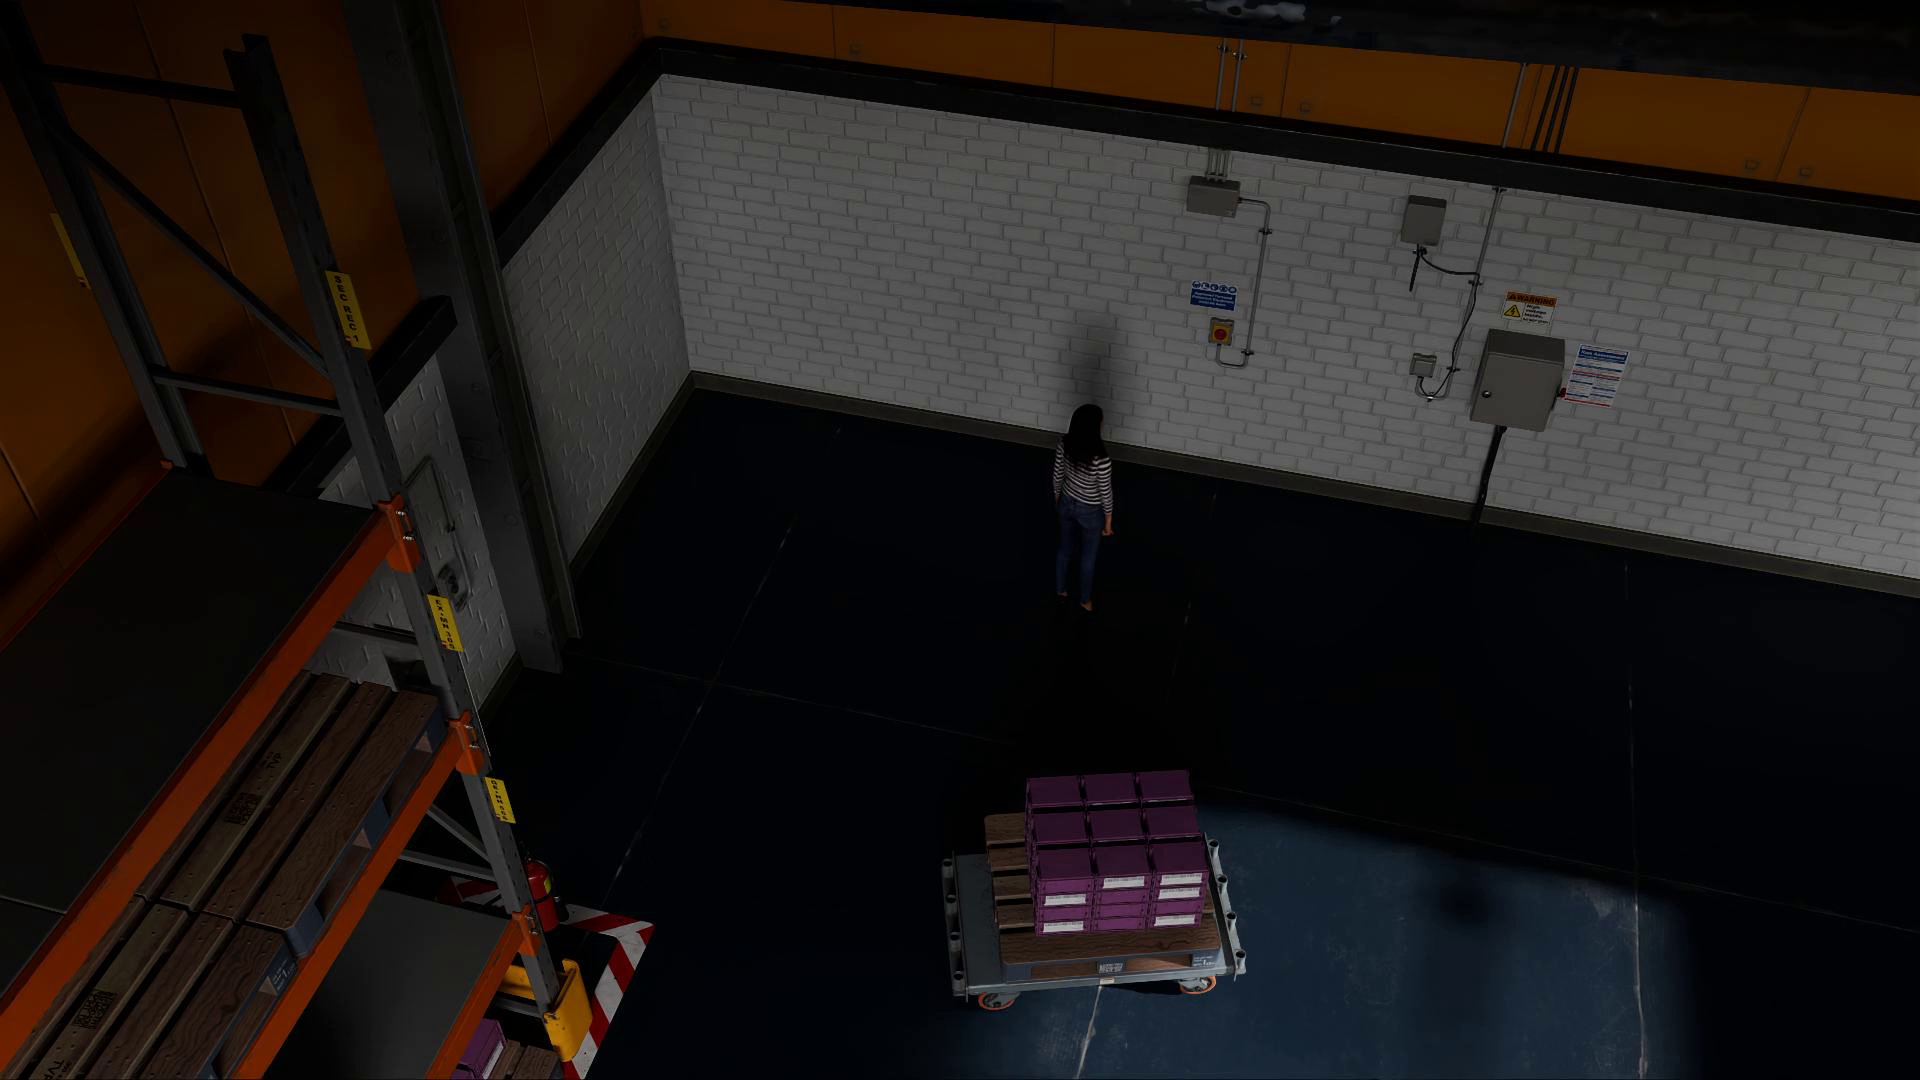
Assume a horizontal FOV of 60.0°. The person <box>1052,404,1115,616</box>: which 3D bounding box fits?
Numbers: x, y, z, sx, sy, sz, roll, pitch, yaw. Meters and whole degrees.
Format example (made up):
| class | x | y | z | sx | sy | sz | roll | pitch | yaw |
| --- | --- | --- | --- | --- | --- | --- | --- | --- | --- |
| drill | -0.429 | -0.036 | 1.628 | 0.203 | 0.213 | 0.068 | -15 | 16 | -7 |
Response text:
| class | x | y | z | sx | sy | sz | roll | pitch | yaw |
| --- | --- | --- | --- | --- | --- | --- | --- | --- | --- |
| person | 0.811 | -0.185 | 11.162 | 0.654 | 1.796 | 0.617 | 28 | 50 | 26 |
